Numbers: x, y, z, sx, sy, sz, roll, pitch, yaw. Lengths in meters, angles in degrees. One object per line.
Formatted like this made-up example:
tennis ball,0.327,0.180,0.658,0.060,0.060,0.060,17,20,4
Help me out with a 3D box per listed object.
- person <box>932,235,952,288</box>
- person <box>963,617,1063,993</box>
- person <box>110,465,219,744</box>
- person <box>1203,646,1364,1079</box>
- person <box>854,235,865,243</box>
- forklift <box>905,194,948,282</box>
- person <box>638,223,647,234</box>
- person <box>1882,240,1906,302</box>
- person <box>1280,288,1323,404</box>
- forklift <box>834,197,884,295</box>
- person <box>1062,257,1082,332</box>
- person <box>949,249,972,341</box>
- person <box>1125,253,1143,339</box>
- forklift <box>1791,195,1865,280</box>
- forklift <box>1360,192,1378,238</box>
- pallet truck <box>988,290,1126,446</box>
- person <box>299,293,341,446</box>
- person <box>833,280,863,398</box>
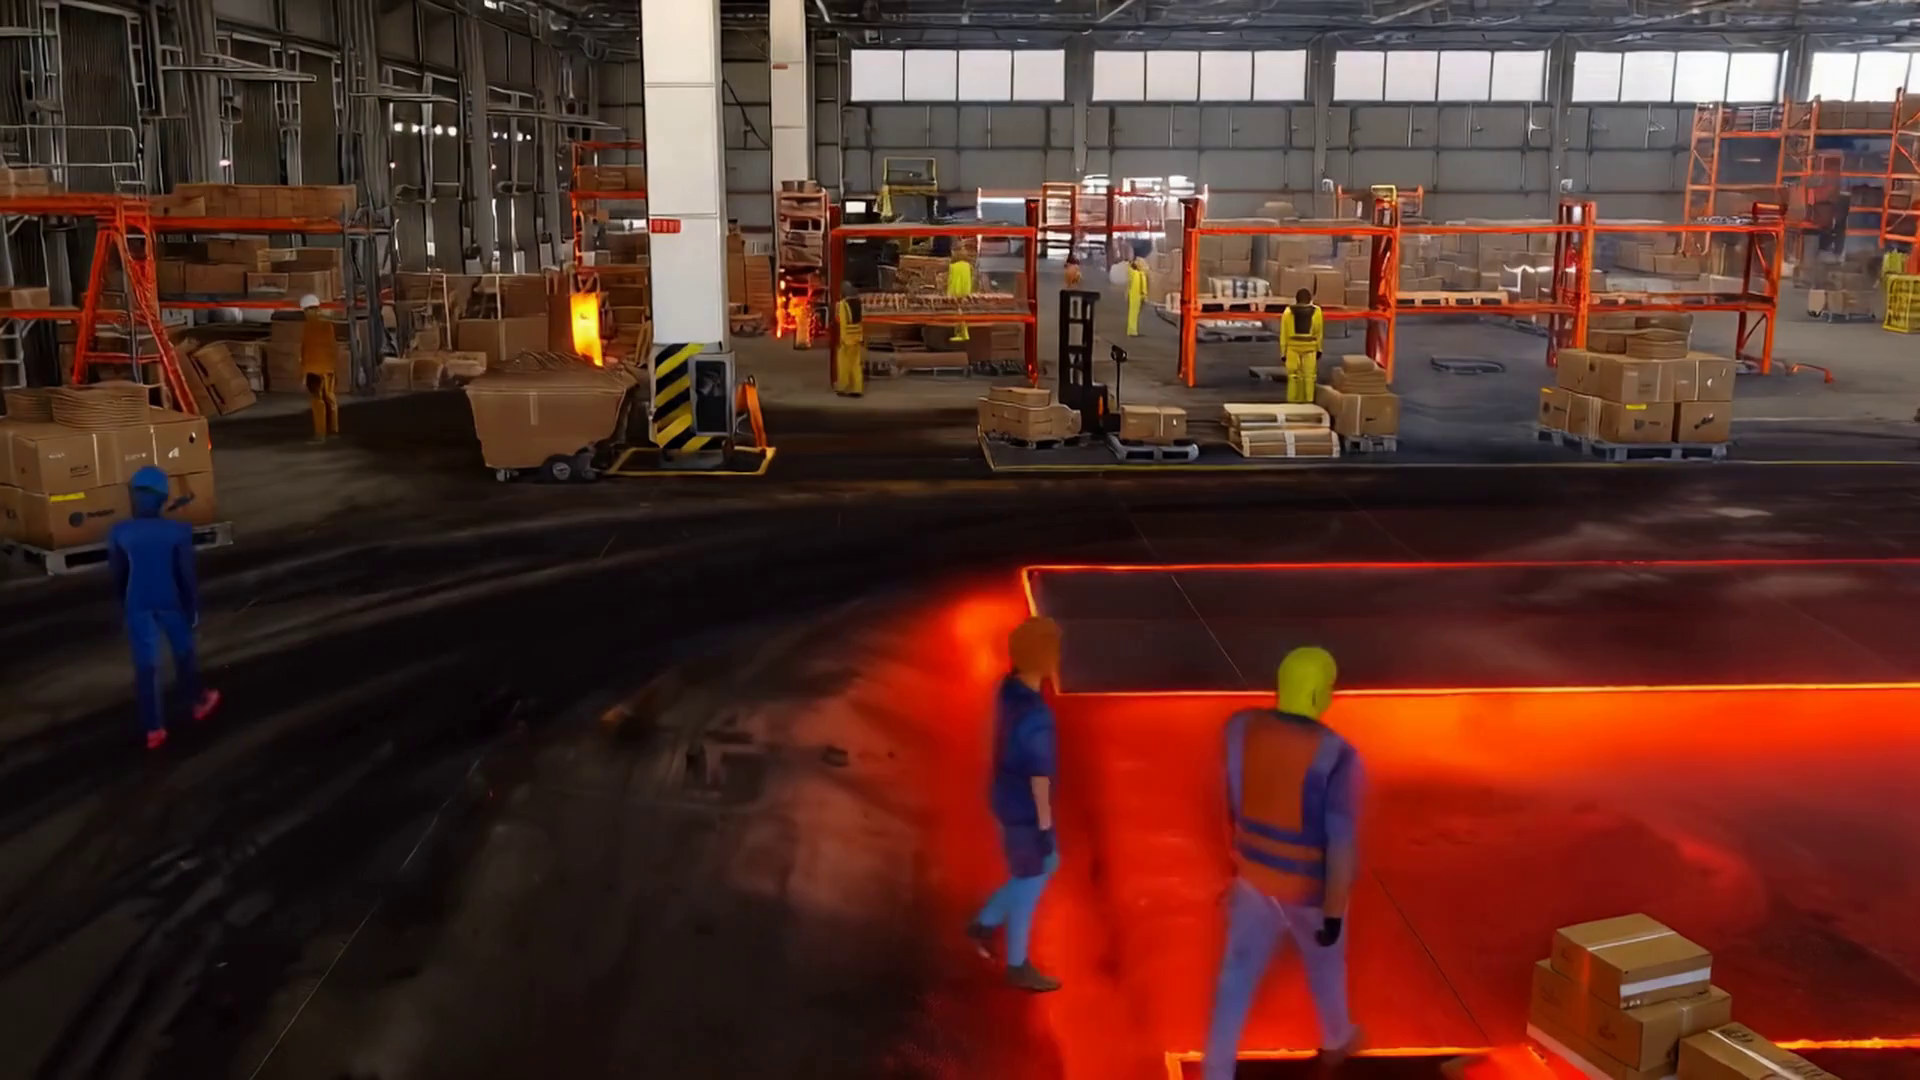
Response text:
person,-0.559,-8.773,51.478,0.635,1.936,0.355,-2,13,-9
person,0.291,1.155,7.219,0.384,1.681,0.555,-1,13,-6
person,-5.094,0.378,10.625,0.542,1.725,0.863,-2,13,-7
person,1.257,1.288,6.405,0.617,1.800,0.968,11,16,40
person,-3.203,-9.265,54.375,0.514,1.642,0.310,0,12,-2
forklift,-0.769,-9.867,54.269,1.873,2.768,1.129,-7,14,-30
person,-10.361,-9.393,54.334,0.568,1.909,0.631,4,13,15
person,25.719,-7.398,45.816,0.539,1.695,0.318,5,13,21
person,5.135,-2.867,25.041,0.633,1.837,0.429,1,13,4
forklift,-2.975,-8.436,47.812,1.129,2.768,1.873,-4,13,-19
person,2.505,-5.462,37.069,0.493,1.699,0.890,6,14,25
person,-0.004,-5.211,35.401,0.374,1.936,0.629,10,16,39
person,3.746,-5.254,35.832,0.340,1.840,0.512,9,15,36
forklift,28.217,-9.747,53.727,1.873,2.768,1.129,0,12,-2
forklift,14.677,-11.108,59.875,1.873,2.768,1.129,0,12,-2
pallet truck,1.257,-2.299,22.111,1.885,1.965,0.823,-9,15,-35
person,-8.402,-2.225,21.782,0.377,1.995,0.611,4,13,19
person,-1.782,-3.175,26.361,0.591,1.862,0.590,9,15,34
